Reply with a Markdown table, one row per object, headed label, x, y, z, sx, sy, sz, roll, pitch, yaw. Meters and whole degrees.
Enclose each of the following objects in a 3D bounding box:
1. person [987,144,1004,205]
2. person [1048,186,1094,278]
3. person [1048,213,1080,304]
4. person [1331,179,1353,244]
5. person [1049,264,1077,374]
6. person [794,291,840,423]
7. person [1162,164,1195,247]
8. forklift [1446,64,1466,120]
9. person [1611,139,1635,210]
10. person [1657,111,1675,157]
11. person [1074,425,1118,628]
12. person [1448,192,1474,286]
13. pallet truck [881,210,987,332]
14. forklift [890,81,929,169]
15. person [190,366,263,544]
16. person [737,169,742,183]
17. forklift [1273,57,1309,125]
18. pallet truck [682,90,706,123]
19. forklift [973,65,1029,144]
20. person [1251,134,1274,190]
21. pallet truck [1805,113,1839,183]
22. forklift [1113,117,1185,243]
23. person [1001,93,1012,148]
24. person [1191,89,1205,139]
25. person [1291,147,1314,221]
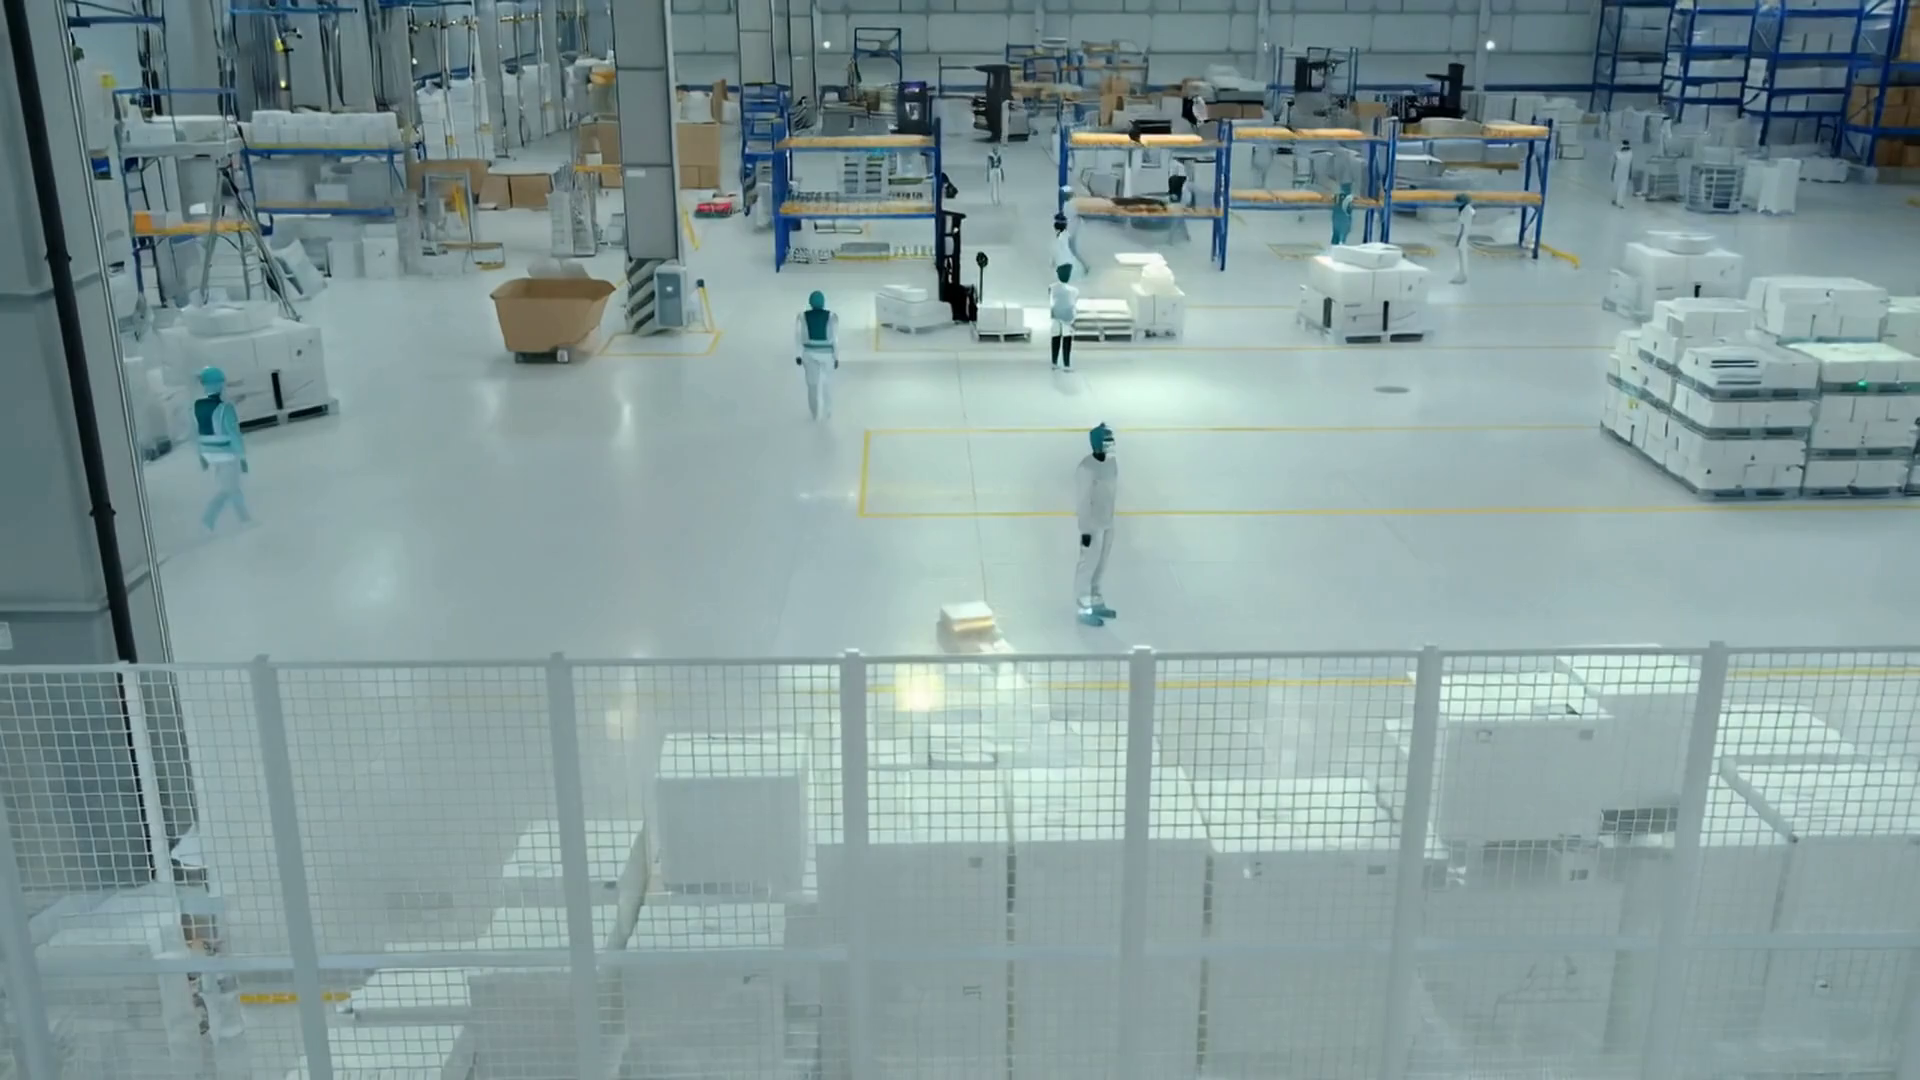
| label | x | y | z | sx | sy | sz | roll | pitch | yaw |
| --- | --- | --- | --- | --- | --- | --- | --- | --- | --- |
| person | 0.961 | -9.991 | 45.419 | 0.512 | 1.642 | 0.312 | -10 | 21 | -28 |
| person | 2.322 | -6.326 | 34.184 | 0.886 | 1.887 | 0.606 | 4 | 19 | 10 |
| person | 1.961 | -5.304 | 31.383 | 0.502 | 1.730 | 0.490 | -4 | 19 | -12 |
| person | 8.197 | -6.806 | 35.658 | 0.339 | 1.845 | 0.514 | -16 | 25 | -40 |
| person | 1.609 | -3.446 | 25.922 | 0.319 | 1.694 | 0.532 | -18 | 25 | -42 |
| person | -1.976 | -2.530 | 23.081 | 0.638 | 1.827 | 0.838 | -1 | 19 | -2 |
| person | 5.041 | -7.699 | 38.285 | 1.029 | 1.865 | 0.585 | -11 | 21 | -28 |
| forklift | 18.880 | -16.764 | 63.603 | 1.873 | 2.768 | 1.129 | 0 | 19 | -1 |
| person | 17.801 | -9.854 | 44.723 | 0.524 | 1.842 | 0.874 | 5 | 19 | 14 |
| person | 24.063 | -13.782 | 56.684 | 0.558 | 1.615 | 0.563 | -5 | 19 | -14 |
| person | 1.307 | -0.148 | 15.759 | 0.371 | 1.941 | 0.627 | 11 | 22 | 30 |
| person | 10.070 | -6.037 | 33.351 | 0.329 | 1.865 | 0.507 | 13 | 23 | 34 |
| pallet truck | -0.493 | -4.759 | 29.349 | 1.885 | 1.965 | 0.823 | -13 | 23 | -34 |
| forklift | -1.501 | -13.136 | 52.841 | 1.129 | 2.768 | 1.873 | 6 | 20 | 17 |
| person | -8.092 | -0.927 | 18.114 | 0.614 | 1.924 | 0.883 | 10 | 21 | 28 |
| person | -6.390 | -11.786 | 50.380 | 1.005 | 1.886 | 0.563 | -12 | 22 | -31 |
| forklift | 14.059 | -18.505 | 68.767 | 1.873 | 2.768 | 1.129 | 8 | 20 | 22 |
| pallet truck | -9.671 | -15.907 | 62.421 | 0.823 | 1.965 | 1.885 | 5 | 19 | 15 |
| forklift | 1.583 | -16.372 | 62.441 | 1.873 | 2.768 | 1.129 | -10 | 21 | -26 |
| person | 8.472 | -10.545 | 46.667 | 0.632 | 1.912 | 0.855 | 3 | 19 | 10 |
| pallet truck | 26.403 | -11.957 | 50.702 | 0.823 | 1.965 | 1.885 | 6 | 19 | 16 |
| forklift | 4.485 | -8.480 | 39.027 | 1.129 | 2.768 | 1.873 | -5 | 19 | -15 |
| person | 1.688 | -15.360 | 60.904 | 0.363 | 1.932 | 0.637 | 6 | 19 | 16 |
| person | 9.176 | -16.365 | 63.943 | 0.674 | 1.893 | 0.569 | -9 | 21 | -26 |
| person | 8.756 | -9.136 | 42.571 | 0.574 | 1.858 | 0.824 | 3 | 19 | 10 |
